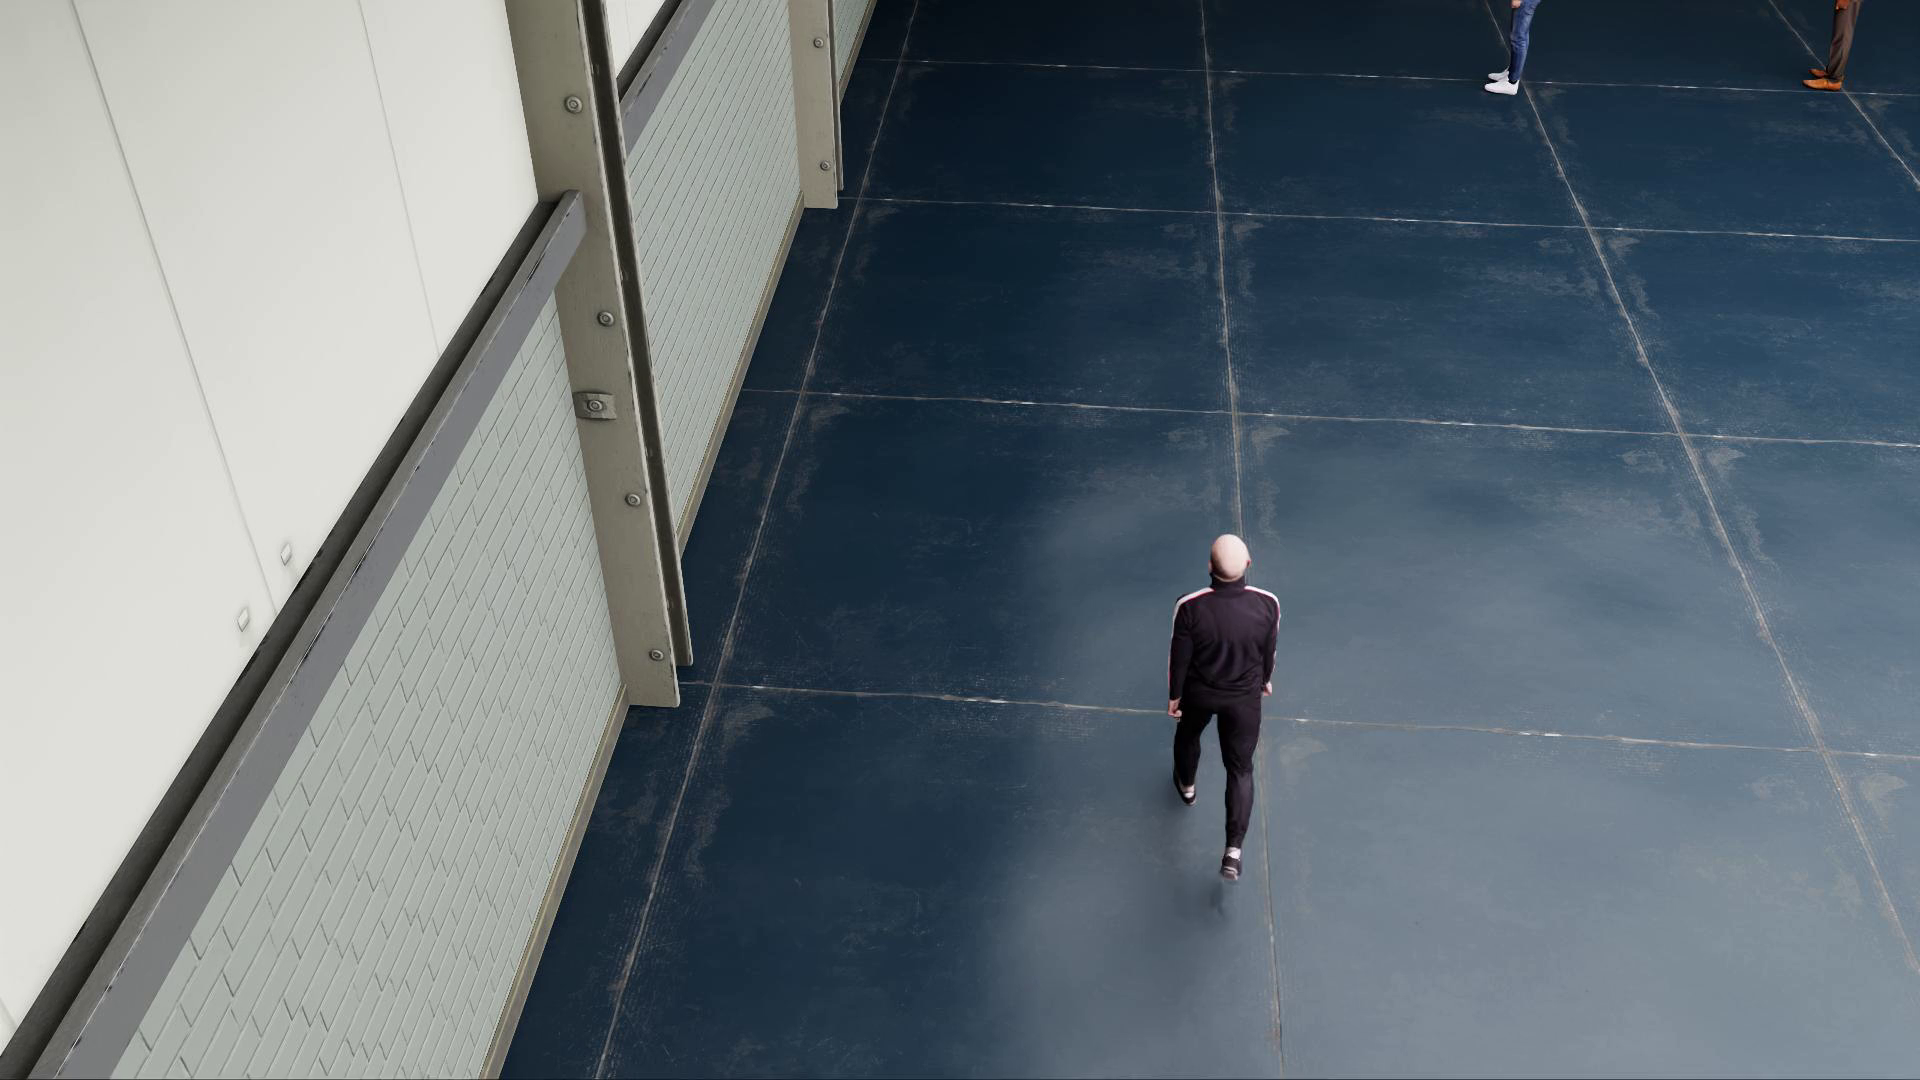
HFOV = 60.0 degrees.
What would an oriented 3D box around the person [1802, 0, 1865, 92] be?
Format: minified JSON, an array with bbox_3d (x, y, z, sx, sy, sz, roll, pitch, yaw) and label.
[{"bbox_3d":[8.236,-5.099,15.286,0.855,1.906,0.728,21,43,25],"label":"person"}]

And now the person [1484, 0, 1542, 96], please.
[{"bbox_3d":[5.208,-5.028,15.226,0.828,1.867,0.644,14,40,17],"label":"person"}]

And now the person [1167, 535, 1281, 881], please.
[{"bbox_3d":[1.237,0.805,7.822,0.660,1.803,1.127,3,38,4],"label":"person"}]
